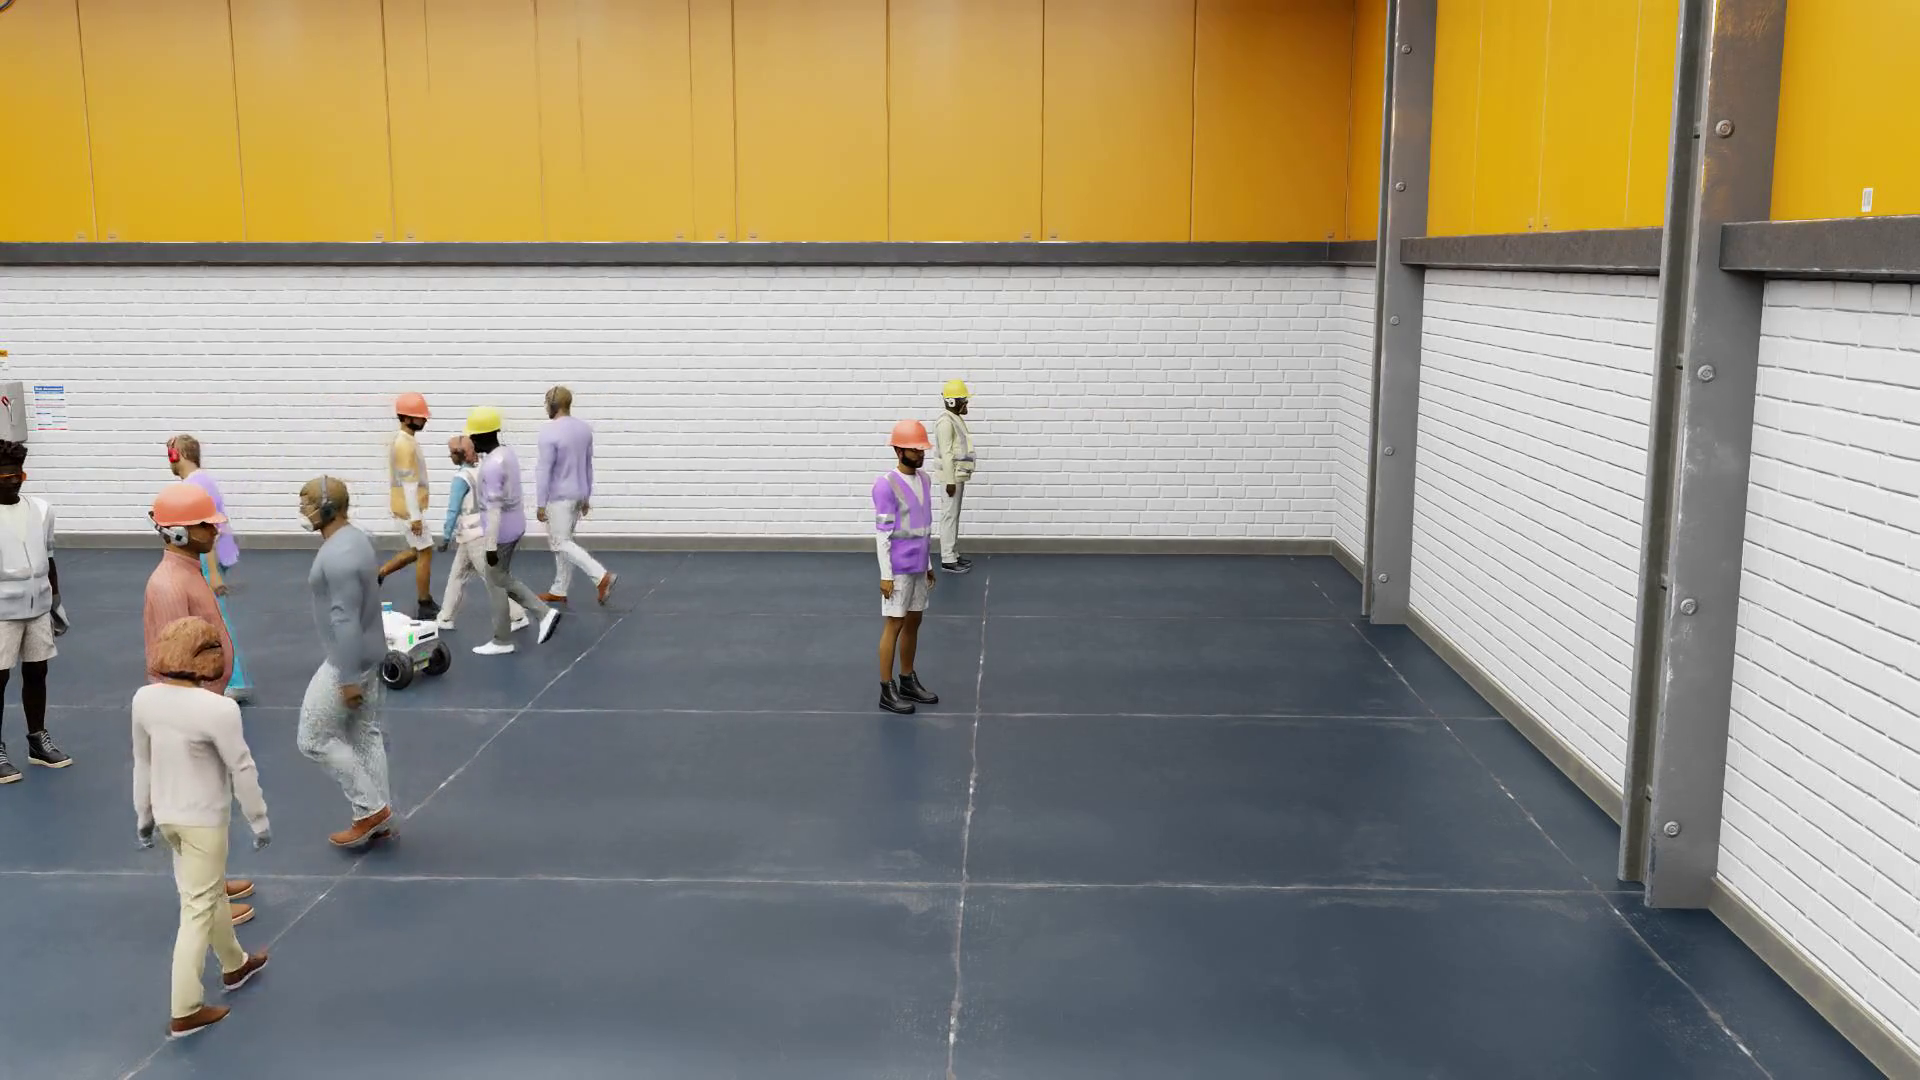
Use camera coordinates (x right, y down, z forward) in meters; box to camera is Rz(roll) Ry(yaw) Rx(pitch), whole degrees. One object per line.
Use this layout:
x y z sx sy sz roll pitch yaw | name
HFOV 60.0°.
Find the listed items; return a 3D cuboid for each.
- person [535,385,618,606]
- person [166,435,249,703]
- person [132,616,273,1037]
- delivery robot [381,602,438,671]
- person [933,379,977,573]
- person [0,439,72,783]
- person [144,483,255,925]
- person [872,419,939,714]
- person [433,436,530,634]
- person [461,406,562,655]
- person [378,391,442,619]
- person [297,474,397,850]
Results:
-3.284 -0.353 14.088 0.779 1.916 0.640 4 10 21 | person
-5.056 0.199 11.170 0.447 1.804 0.686 -4 10 -21 | person
-2.928 1.082 6.573 0.517 1.605 0.718 4 11 23 | person
-4.052 0.679 11.732 0.707 0.478 0.477 3 10 20 | delivery robot
-0.046 -0.614 15.842 0.403 1.833 0.586 1 10 7 | person
-5.434 0.392 9.563 0.365 1.962 0.613 5 11 26 | person
-3.435 0.733 7.483 0.381 1.994 0.617 -4 10 -21 | person
-0.331 0.166 10.971 0.369 1.935 0.552 6 11 32 | person
-3.838 -0.034 13.166 0.892 1.588 0.506 0 10 -1 | person
-3.367 -0.063 12.404 0.576 1.902 0.628 0 10 -1 | person
-4.566 -0.265 13.593 0.693 1.907 0.552 -3 10 -19 | person
-3.098 0.623 8.333 0.456 1.917 0.641 -2 10 -14 | person
